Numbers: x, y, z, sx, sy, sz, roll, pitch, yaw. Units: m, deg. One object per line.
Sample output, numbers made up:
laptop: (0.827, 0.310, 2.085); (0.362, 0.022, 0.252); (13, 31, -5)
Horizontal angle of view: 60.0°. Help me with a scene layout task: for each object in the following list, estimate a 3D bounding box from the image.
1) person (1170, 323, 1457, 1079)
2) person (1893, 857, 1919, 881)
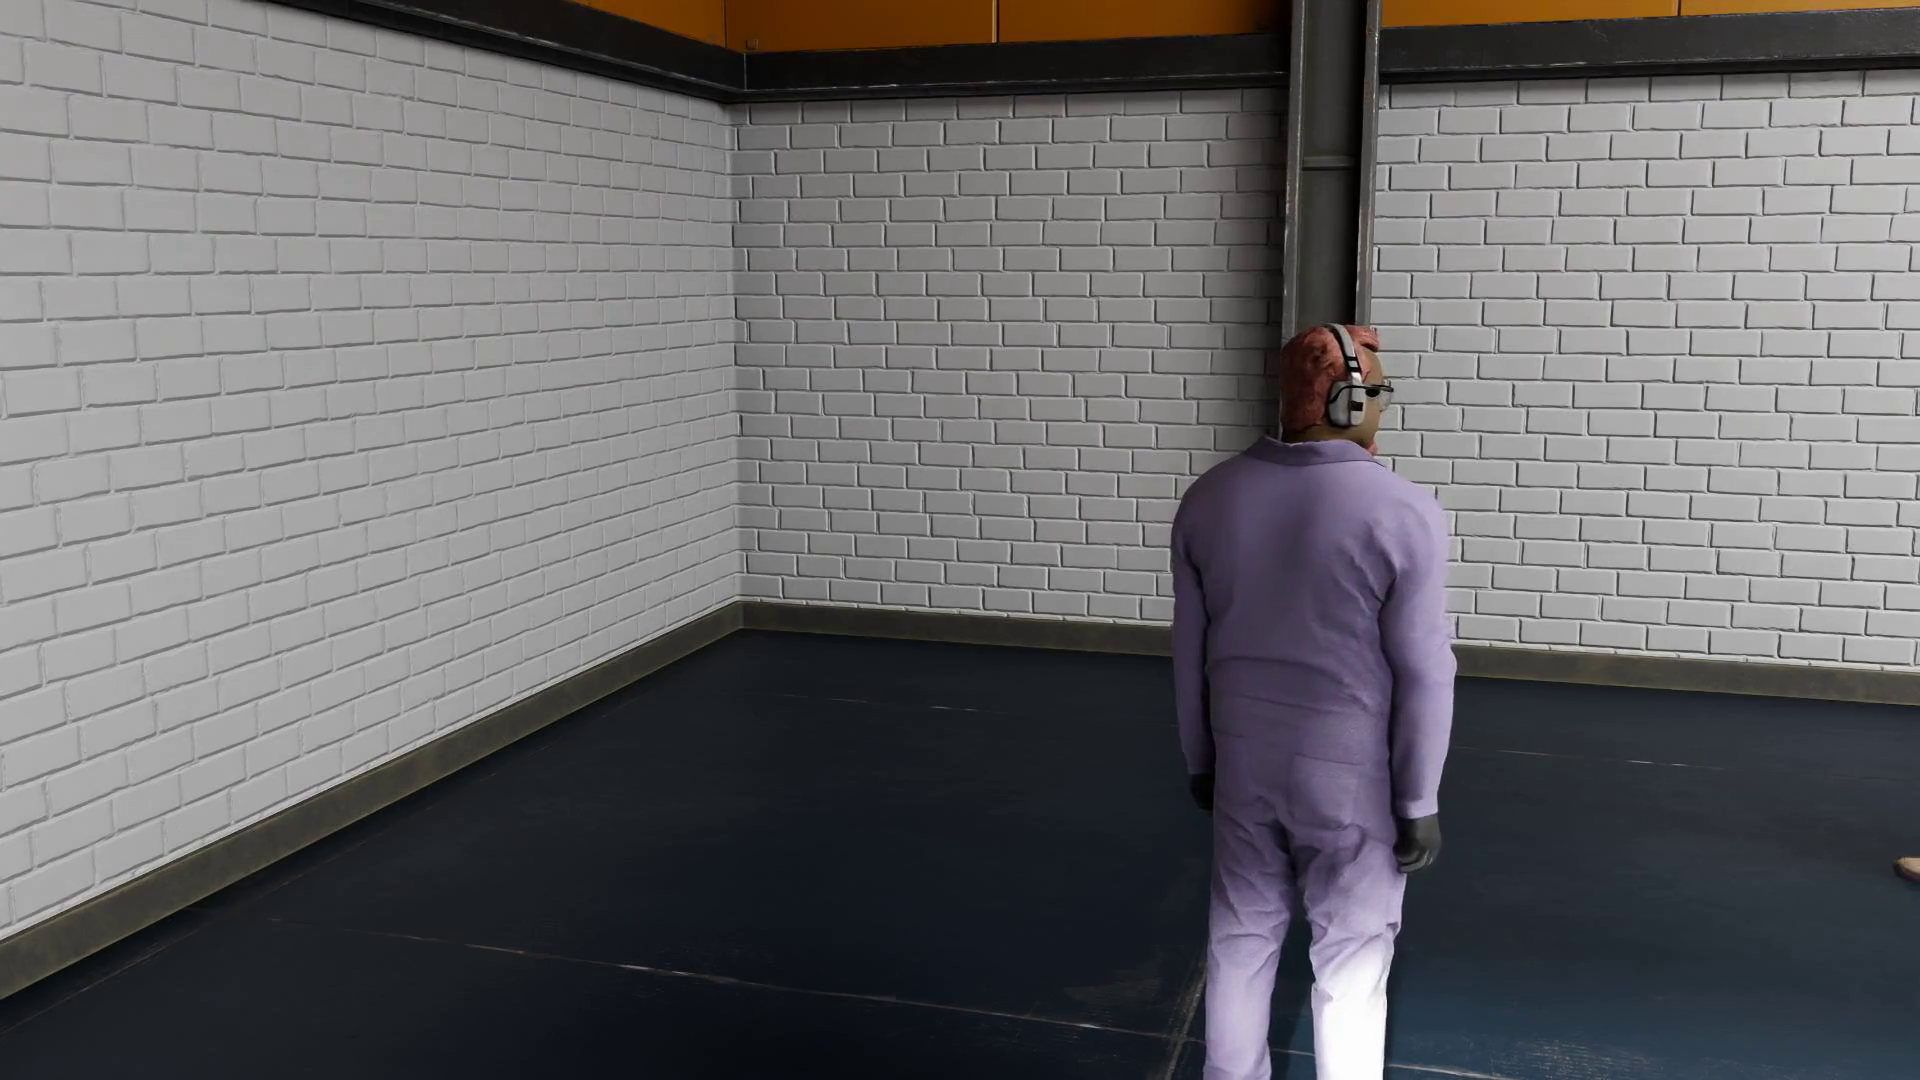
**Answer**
person: (0.769, 0.490, 3.609); (0.642, 1.905, 0.399); (8, 13, 42)
person: (3.529, 0.345, 5.216); (0.844, 1.662, 0.527); (3, 10, 17)
